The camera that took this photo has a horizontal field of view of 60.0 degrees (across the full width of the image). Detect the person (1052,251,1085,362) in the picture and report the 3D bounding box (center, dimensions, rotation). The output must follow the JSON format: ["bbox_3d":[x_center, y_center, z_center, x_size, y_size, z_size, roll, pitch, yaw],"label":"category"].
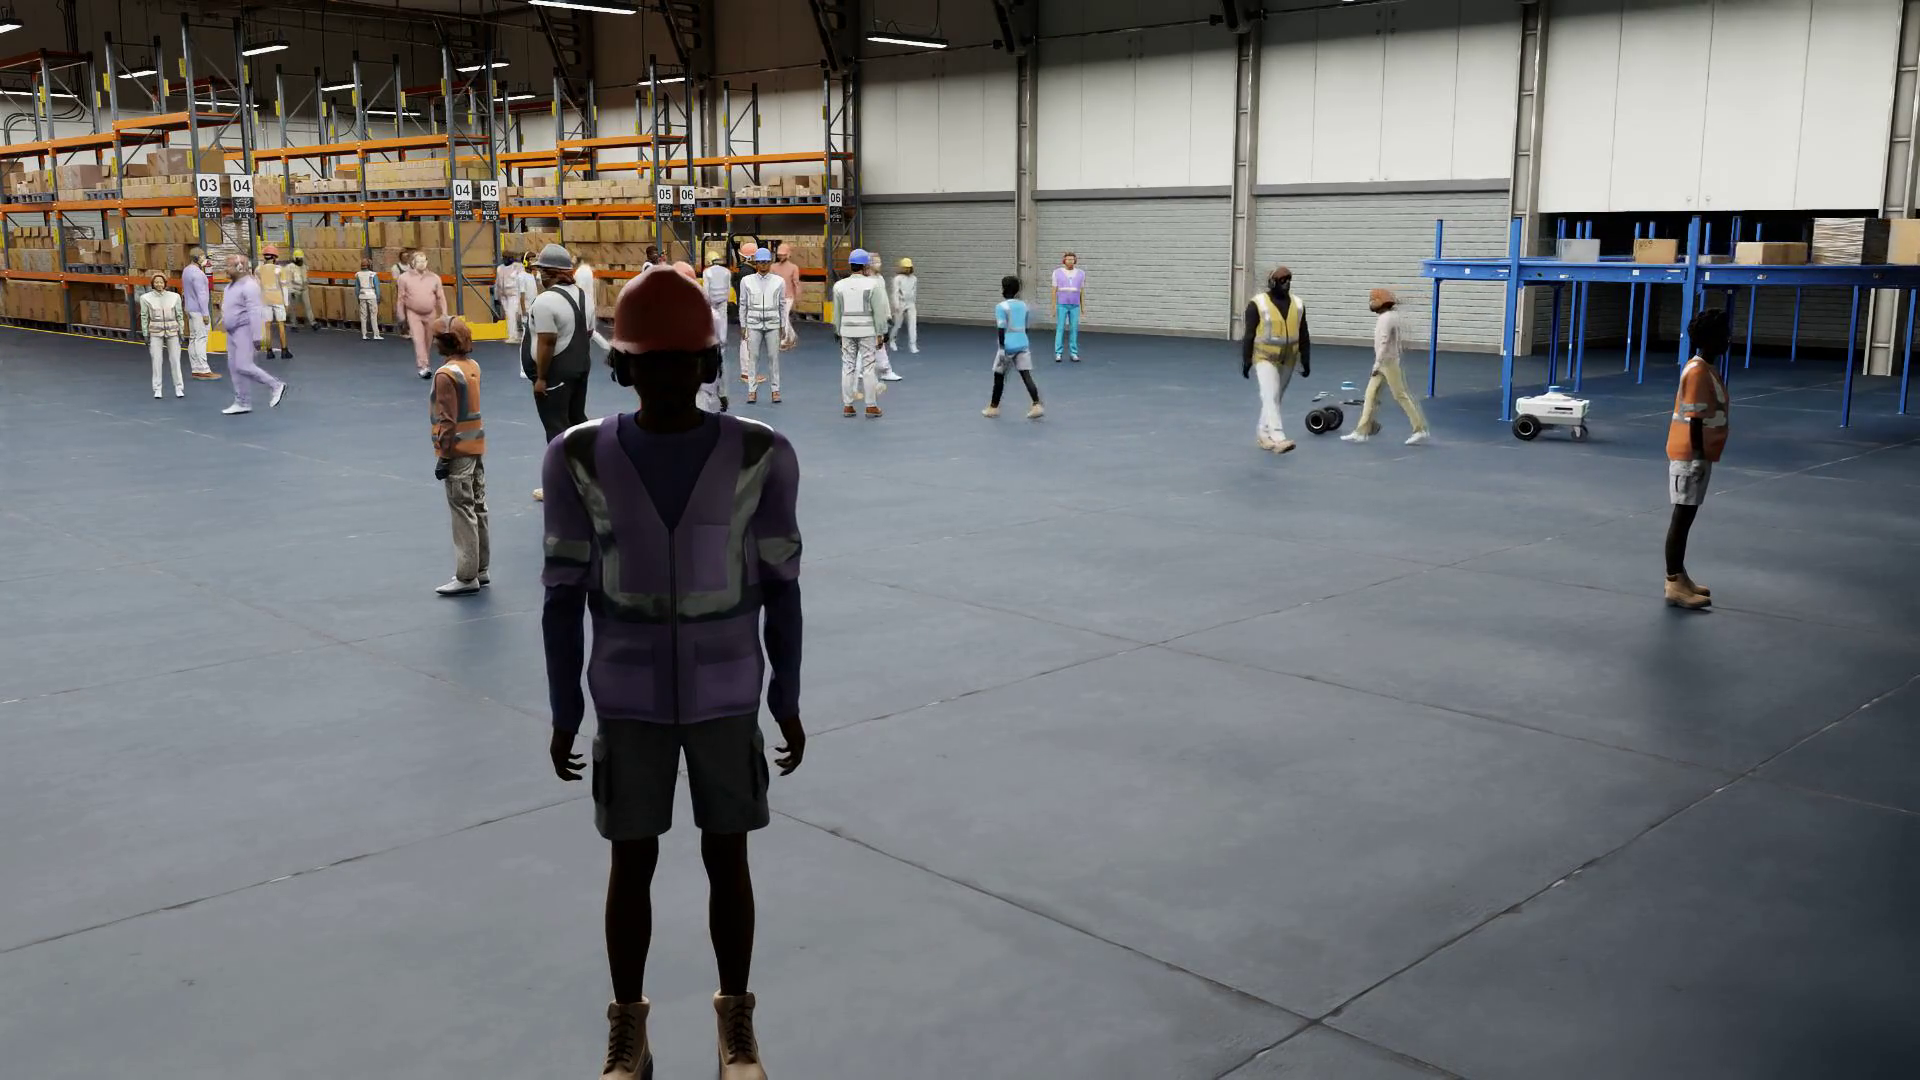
[{"bbox_3d":[1.821,-3.931,28.004,0.572,1.840,0.374,-2,11,-11],"label":"person"}]

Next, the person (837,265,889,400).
[{"bbox_3d":[-1.254,-2.735,21.688,0.642,1.776,1.003,8,13,37],"label":"person"}]

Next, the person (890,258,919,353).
[{"bbox_3d":[-1.034,-4.299,30.387,0.493,1.708,0.849,-6,12,-30],"label":"person"}]

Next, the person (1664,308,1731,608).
[{"bbox_3d":[4.237,-0.479,9.572,0.322,1.697,0.531,5,12,26],"label":"person"}]

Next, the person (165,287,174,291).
[{"bbox_3d":[-21.750,-7.219,45.762,0.407,1.908,0.642,-7,12,-33],"label":"person"}]

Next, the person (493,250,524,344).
[{"bbox_3d":[-8.814,-4.704,32.303,0.664,1.808,0.779,5,11,24],"label":"person"}]

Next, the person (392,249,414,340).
[{"bbox_3d":[-11.304,-5.018,33.965,0.435,1.827,0.553,9,14,40],"label":"person"}]

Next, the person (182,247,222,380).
[{"bbox_3d":[-11.210,-3.332,24.495,0.371,1.934,0.627,-9,14,-41],"label":"person"}]

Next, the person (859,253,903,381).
[{"bbox_3d":[-1.291,-3.279,24.424,0.991,1.860,0.656,5,11,23],"label":"person"}]

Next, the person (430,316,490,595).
[{"bbox_3d":[-2.971,-0.506,9.882,0.307,1.641,0.513,0,10,2],"label":"person"}]

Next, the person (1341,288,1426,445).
[{"bbox_3d":[4.377,-1.771,16.937,0.839,1.579,0.597,1,10,6],"label":"person"}]

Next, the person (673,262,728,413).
[{"bbox_3d":[-2.089,-1.126,12.528,0.576,1.901,0.918,1,10,7],"label":"person"}]

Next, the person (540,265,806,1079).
[{"bbox_3d":[-0.675,0.378,3.966,0.616,2.039,0.384,-2,11,-8],"label":"person"}]

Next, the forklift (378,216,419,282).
[{"bbox_3d":[-17.868,-9.201,54.028,1.873,2.768,1.129,-10,14,-44],"label":"forklift"}]

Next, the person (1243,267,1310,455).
[{"bbox_3d":[3.110,-1.749,16.233,0.644,1.797,0.968,-3,11,-18],"label":"person"}]

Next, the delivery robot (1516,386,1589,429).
[{"bbox_3d":[6.195,-1.364,17.379,0.707,0.478,0.477,5,11,24],"label":"delivery robot"}]

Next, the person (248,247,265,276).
[{"bbox_3d":[-15.351,-5.447,36.193,0.528,1.868,0.590,10,14,42],"label":"person"}]

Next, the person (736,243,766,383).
[{"bbox_3d":[-3.043,-3.290,24.095,0.376,1.995,0.609,-3,11,-15],"label":"person"}]

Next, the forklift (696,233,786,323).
[{"bbox_3d":[-5.496,-6.489,41.108,2.313,2.155,1.214,-10,14,-44],"label":"forklift"}]

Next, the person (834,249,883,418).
[{"bbox_3d":[-1.179,-2.414,19.444,0.604,1.949,0.384,4,11,19],"label":"person"}]

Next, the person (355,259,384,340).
[{"bbox_3d":[-11.979,-4.868,33.675,0.513,1.638,0.313,2,11,12],"label":"person"}]

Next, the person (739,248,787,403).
[{"bbox_3d":[-2.502,-2.729,21.152,0.609,1.950,0.379,-2,11,-9],"label":"person"}]

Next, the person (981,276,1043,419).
[{"bbox_3d":[0.640,-2.214,19.246,0.541,1.661,0.894,-9,14,-40],"label":"person"}]

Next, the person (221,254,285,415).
[{"bbox_3d":[-8.511,-2.455,19.832,0.649,1.889,0.616,10,14,43],"label":"person"}]

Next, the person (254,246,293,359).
[{"bbox_3d":[-11.847,-4.100,28.696,0.543,1.928,0.372,-1,10,-4],"label":"person"}]

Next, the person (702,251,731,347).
[{"bbox_3d":[-4.663,-4.586,31.713,0.610,1.795,0.801,-5,12,-26],"label":"person"}]

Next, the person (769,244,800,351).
[{"bbox_3d":[-3.239,-4.525,30.937,0.622,1.963,0.921,5,12,27],"label":"person"}]

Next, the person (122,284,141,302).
[{"bbox_3d":[-22.688,-7.165,45.558,0.626,1.870,1.065,-6,12,-29],"label":"person"}]

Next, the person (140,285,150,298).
[{"bbox_3d":[-23.447,-7.433,47.673,0.285,1.633,0.497,5,11,25],"label":"person"}]

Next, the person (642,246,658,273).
[{"bbox_3d":[-5.721,-4.450,30.705,0.393,1.891,0.587,-2,11,-11],"label":"person"}]

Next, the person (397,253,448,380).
[{"bbox_3d":[-7.900,-3.297,24.517,0.672,1.848,1.013,-7,12,-32],"label":"person"}]

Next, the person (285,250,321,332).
[{"bbox_3d":[-14.452,-5.448,36.447,0.947,1.774,0.597,8,13,37],"label":"person"}]

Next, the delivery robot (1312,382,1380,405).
[{"bbox_3d":[4.155,-1.586,17.881,0.698,0.223,0.335,6,12,31],"label":"delivery robot"}]

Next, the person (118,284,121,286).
[{"bbox_3d":[-22.722,-6.917,44.221,0.677,1.858,0.624,-2,11,-9],"label":"person"}]

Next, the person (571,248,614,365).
[{"bbox_3d":[-6.035,-3.773,26.972,0.891,1.914,0.637,0,10,-2],"label":"person"}]

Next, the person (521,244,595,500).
[{"bbox_3d":[-3.272,-1.338,13.440,0.539,2.000,0.689,4,11,19],"label":"person"}]

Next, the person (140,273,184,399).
[{"bbox_3d":[-10.396,-2.668,21.702,0.508,1.628,0.320,-7,12,-32],"label":"person"}]

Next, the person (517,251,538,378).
[{"bbox_3d":[-6.440,-3.370,24.885,0.311,1.864,0.530,1,10,4],"label":"person"}]
